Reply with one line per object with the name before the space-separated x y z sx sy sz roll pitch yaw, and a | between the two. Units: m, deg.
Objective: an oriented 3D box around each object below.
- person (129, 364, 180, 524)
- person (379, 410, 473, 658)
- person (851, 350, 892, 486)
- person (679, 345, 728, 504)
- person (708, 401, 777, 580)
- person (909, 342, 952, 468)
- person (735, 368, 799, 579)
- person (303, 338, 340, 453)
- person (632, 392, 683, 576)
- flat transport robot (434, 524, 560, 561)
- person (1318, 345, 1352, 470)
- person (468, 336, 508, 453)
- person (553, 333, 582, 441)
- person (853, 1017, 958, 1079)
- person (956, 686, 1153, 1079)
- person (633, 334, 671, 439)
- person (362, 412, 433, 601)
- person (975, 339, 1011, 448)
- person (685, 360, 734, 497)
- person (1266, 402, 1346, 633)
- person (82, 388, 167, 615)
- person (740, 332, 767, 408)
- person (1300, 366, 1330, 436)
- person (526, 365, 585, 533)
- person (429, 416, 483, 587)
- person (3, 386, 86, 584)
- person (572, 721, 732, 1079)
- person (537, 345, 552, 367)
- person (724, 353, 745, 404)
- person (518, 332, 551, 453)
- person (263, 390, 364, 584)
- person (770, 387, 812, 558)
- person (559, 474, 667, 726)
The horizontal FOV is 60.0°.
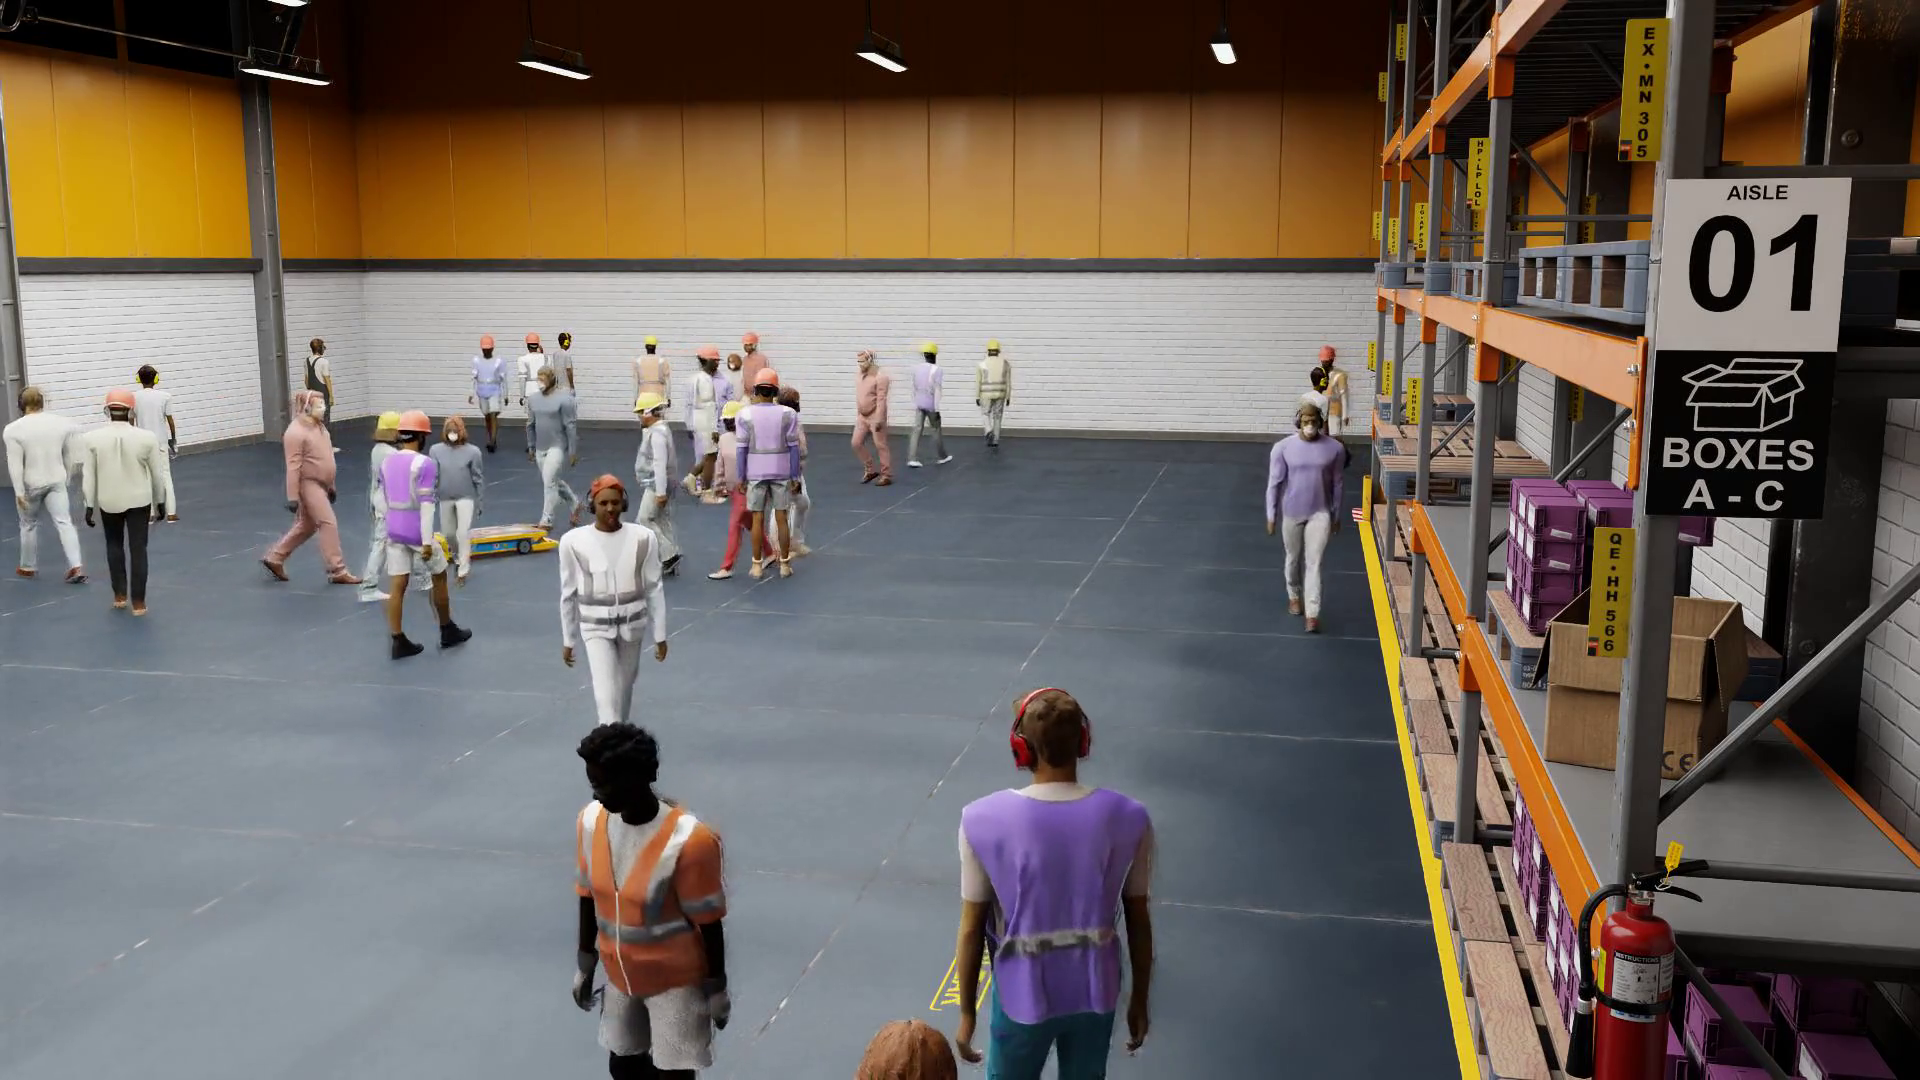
person | -9.459 -1.120 19.483 0.534 1.868 0.309 -4 10 -25
person | -4.213 -0.064 13.025 0.558 1.892 0.897 4 10 24
person | -1.211 -1.674 22.796 0.545 1.870 0.725 -8 12 -40
person | -3.222 -1.446 20.999 0.525 2.021 0.656 -2 10 -12
person | -2.121 -0.510 16.248 0.527 1.724 0.917 9 13 44
person | -0.478 -2.025 24.936 0.601 1.868 1.013 6 11 34
person | -1.855 -0.638 16.050 0.611 2.043 0.375 -2 10 -11
person | -10.278 -2.310 26.719 0.507 1.846 0.346 4 10 23
person | -2.946 -0.521 16.086 0.427 1.802 0.599 -1 9 -7
flat transport robot | -5.000 0.017 17.429 1.431 0.197 0.652 -7 12 -38
person | 5.324 -1.842 23.766 0.694 1.902 0.552 -9 13 -43
person | -7.624 -2.352 26.873 0.563 1.869 1.044 0 9 0
person | -6.754 -2.612 28.486 0.516 1.865 0.329 9 13 42
person | -0.114 1.738 3.150 0.502 1.574 0.860 1 9 4
person | 0.275 1.331 4.829 0.593 1.822 0.443 -2 10 -11
person | -4.884 -2.300 26.414 0.593 1.924 0.381 -1 9 -5
person | -5.100 -0.315 15.149 0.865 1.698 0.496 -7 11 -35
person | 0.552 -2.383 27.252 0.604 1.819 0.512 -1 10 -8
person | -3.251 -1.498 21.680 0.654 1.900 0.396 -1 10 -8
person | 2.912 -0.227 14.050 0.649 1.894 1.025 1 10 7
person | -7.289 -0.350 14.557 0.654 1.960 0.802 -4 10 -22
person | -3.299 -2.268 26.108 0.783 1.967 0.627 -9 13 -43
person | 4.111 -1.074 19.243 0.323 1.864 0.514 -4 10 -24
person | -4.595 -1.045 18.929 0.642 1.916 0.908 5 11 29
person | -4.790 -0.386 15.864 0.505 1.635 0.600 0 9 1
person | -8.727 -0.523 15.845 1.023 1.896 0.635 8 12 40
person | -0.902 1.341 5.258 0.561 1.656 0.584 6 11 32
person | -7.355 -2.590 29.032 0.523 1.636 0.310 -4 10 -24
person | -3.579 -2.212 26.841 0.507 1.611 0.391 4 10 23
person | -6.841 -2.366 26.773 0.543 1.939 0.370 -6 11 -33
person | -6.199 -0.498 15.767 0.946 1.863 0.645 0 9 0
person | -1.746 -0.672 17.036 0.524 1.800 0.706 1 10 8
person | -2.015 0.524 9.685 0.587 1.840 0.965 -4 10 -23
